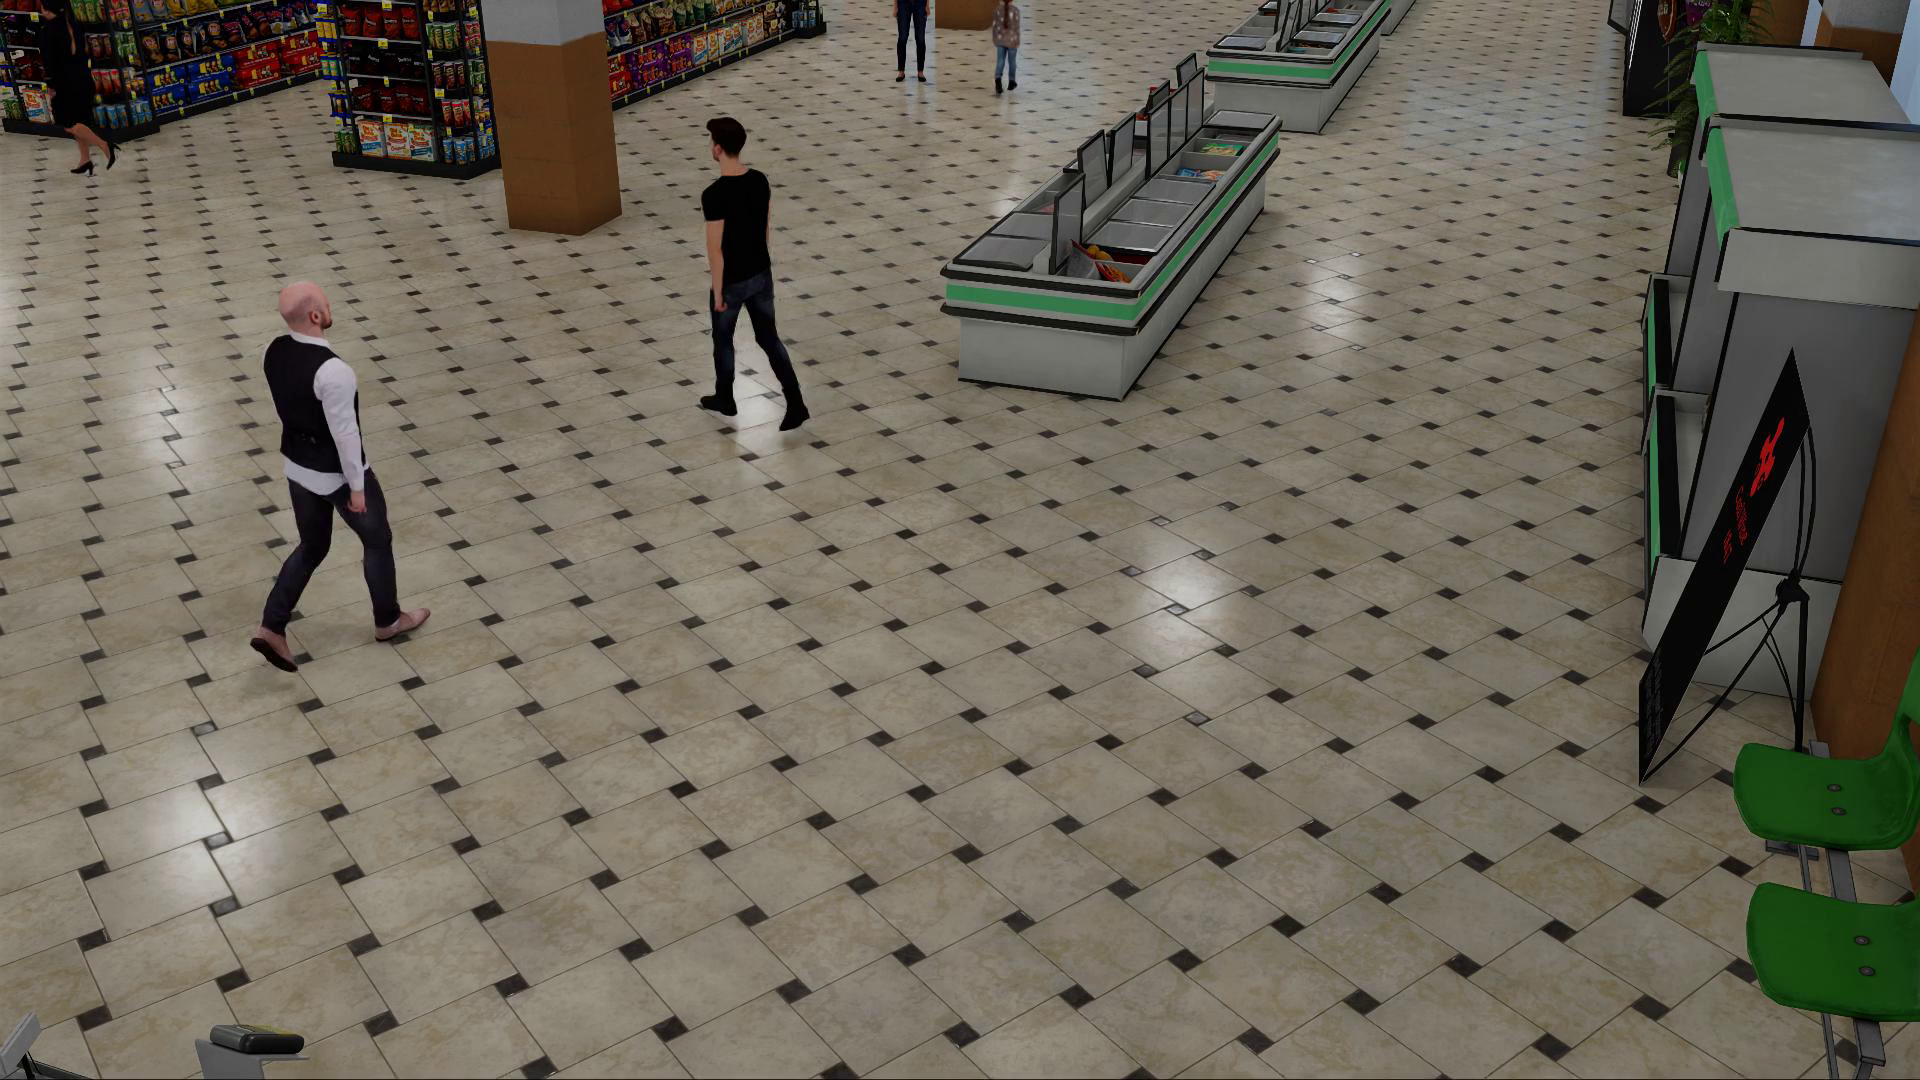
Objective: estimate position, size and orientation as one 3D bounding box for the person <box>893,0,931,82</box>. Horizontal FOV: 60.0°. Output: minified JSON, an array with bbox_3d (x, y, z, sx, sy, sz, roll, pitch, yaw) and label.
[{"bbox_3d":[-0.557,-6.199,19.225,0.649,1.722,0.623,0,27,0],"label":"person"}]

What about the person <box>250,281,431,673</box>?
[{"bbox_3d":[-2.881,-0.240,7.395,0.785,1.795,1.175,13,30,25],"label":"person"}]

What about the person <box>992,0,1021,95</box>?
[{"bbox_3d":[0.501,-5.582,18.613,0.524,1.176,0.822,7,28,14],"label":"person"}]

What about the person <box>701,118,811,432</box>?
[{"bbox_3d":[-1.219,-1.527,9.853,1.229,1.866,1.110,-22,34,-36],"label":"person"}]

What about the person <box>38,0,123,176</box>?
[{"bbox_3d":[-8.089,-4.142,15.243,0.847,1.655,0.836,4,27,8],"label":"person"}]
